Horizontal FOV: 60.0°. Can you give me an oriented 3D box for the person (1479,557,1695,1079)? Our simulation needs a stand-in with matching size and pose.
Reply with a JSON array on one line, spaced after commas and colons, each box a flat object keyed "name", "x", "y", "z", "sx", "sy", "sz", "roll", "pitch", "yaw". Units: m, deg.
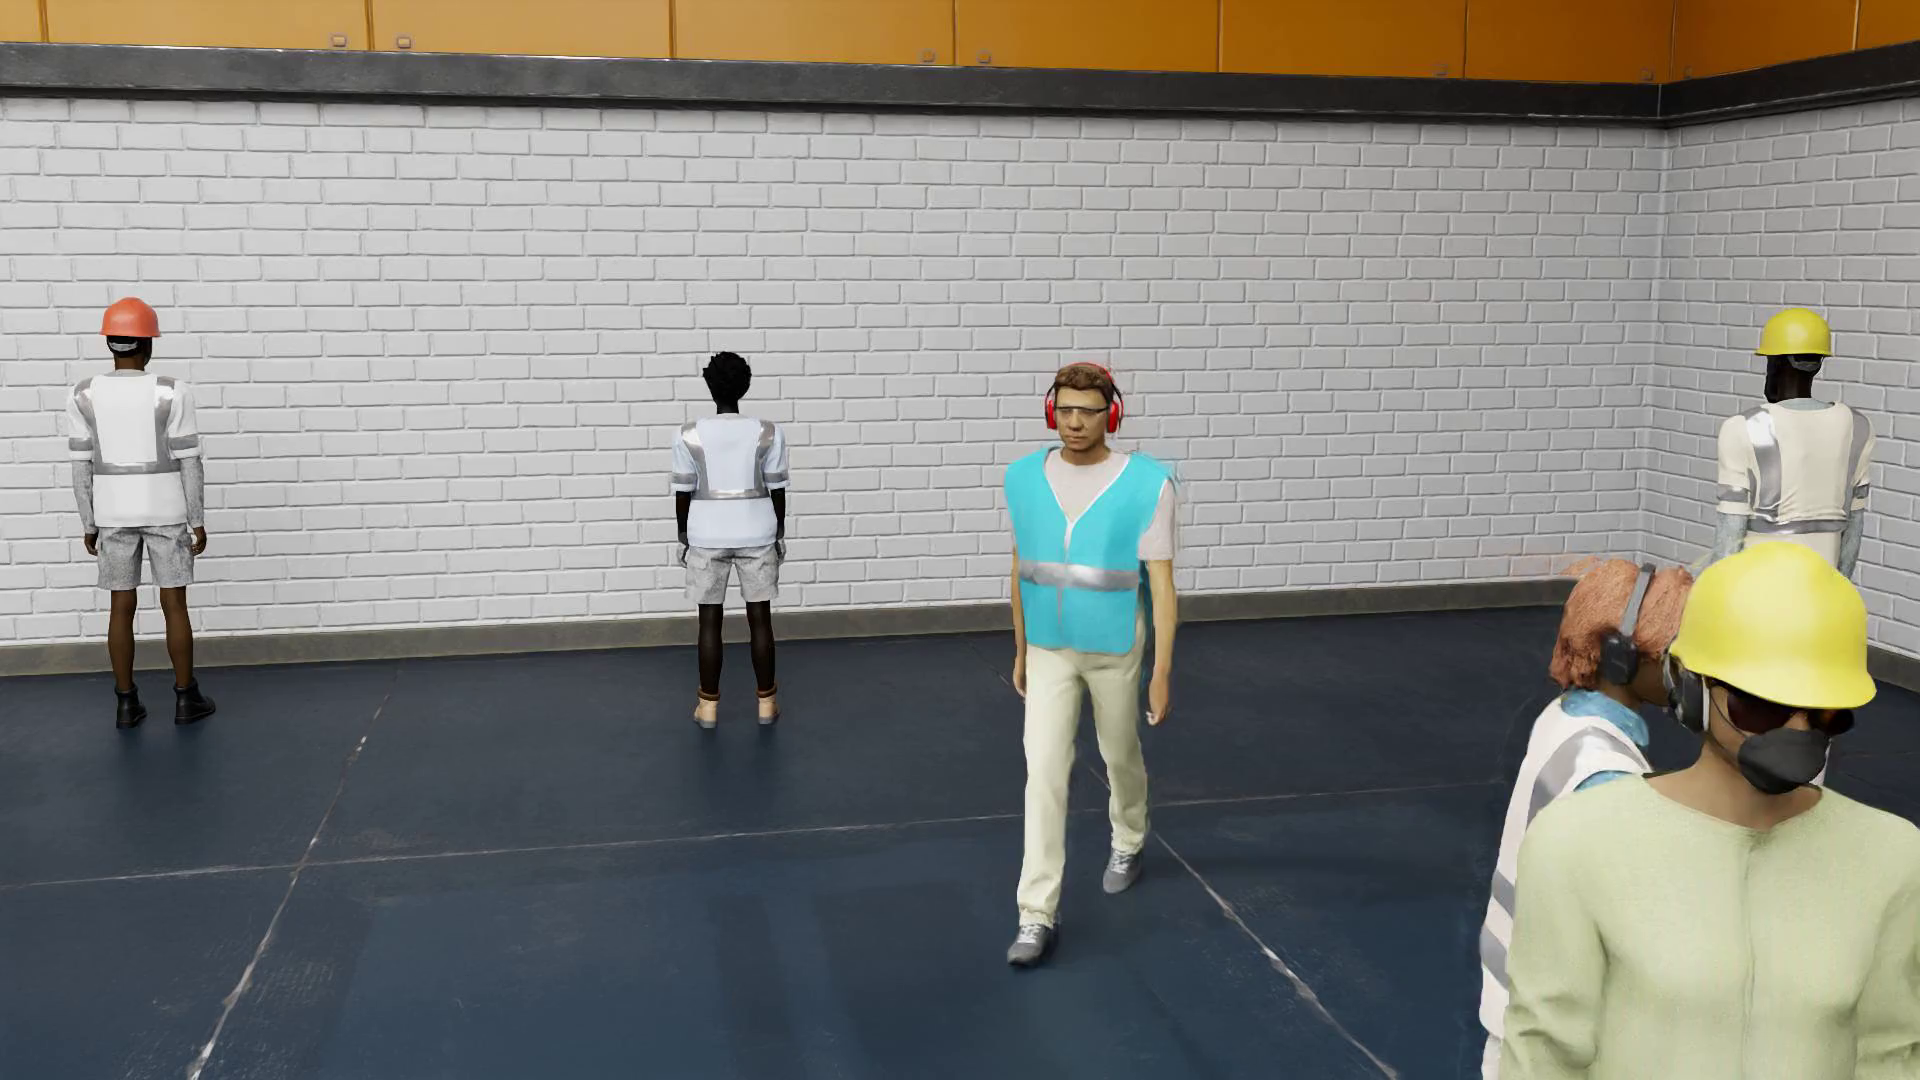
[{"name": "person", "x": 1.129, "y": 0.829, "z": 2.772, "sx": 0.842, "sy": 1.598, "sz": 0.508, "roll": 3, "pitch": 10, "yaw": 19}]

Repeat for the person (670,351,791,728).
[{"name": "person", "x": -1.029, "y": 0.003, "z": 7.498, "sx": 0.537, "sy": 1.700, "sz": 0.318, "roll": -2, "pitch": 10, "yaw": -12}]

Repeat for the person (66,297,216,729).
[{"name": "person", "x": -3.680, "y": -0.115, "z": 7.495, "sx": 0.547, "sy": 1.938, "sz": 0.359, "roll": -2, "pitch": 10, "yaw": -12}]

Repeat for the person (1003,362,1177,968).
[{"name": "person", "x": 0.409, "y": 0.339, "z": 5.200, "sx": 0.580, "sy": 1.798, "sz": 1.019, "roll": 4, "pitch": 10, "yaw": 21}]

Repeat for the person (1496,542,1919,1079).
[{"name": "person", "x": 0.942, "y": 0.850, "z": 2.150, "sx": 0.538, "sy": 1.751, "sz": 0.559, "roll": 0, "pitch": 9, "yaw": 2}]

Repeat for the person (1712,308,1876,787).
[{"name": "person", "x": 2.938, "y": 0.139, "z": 5.972, "sx": 0.589, "sy": 1.927, "sz": 0.368, "roll": -2, "pitch": 10, "yaw": -12}]
